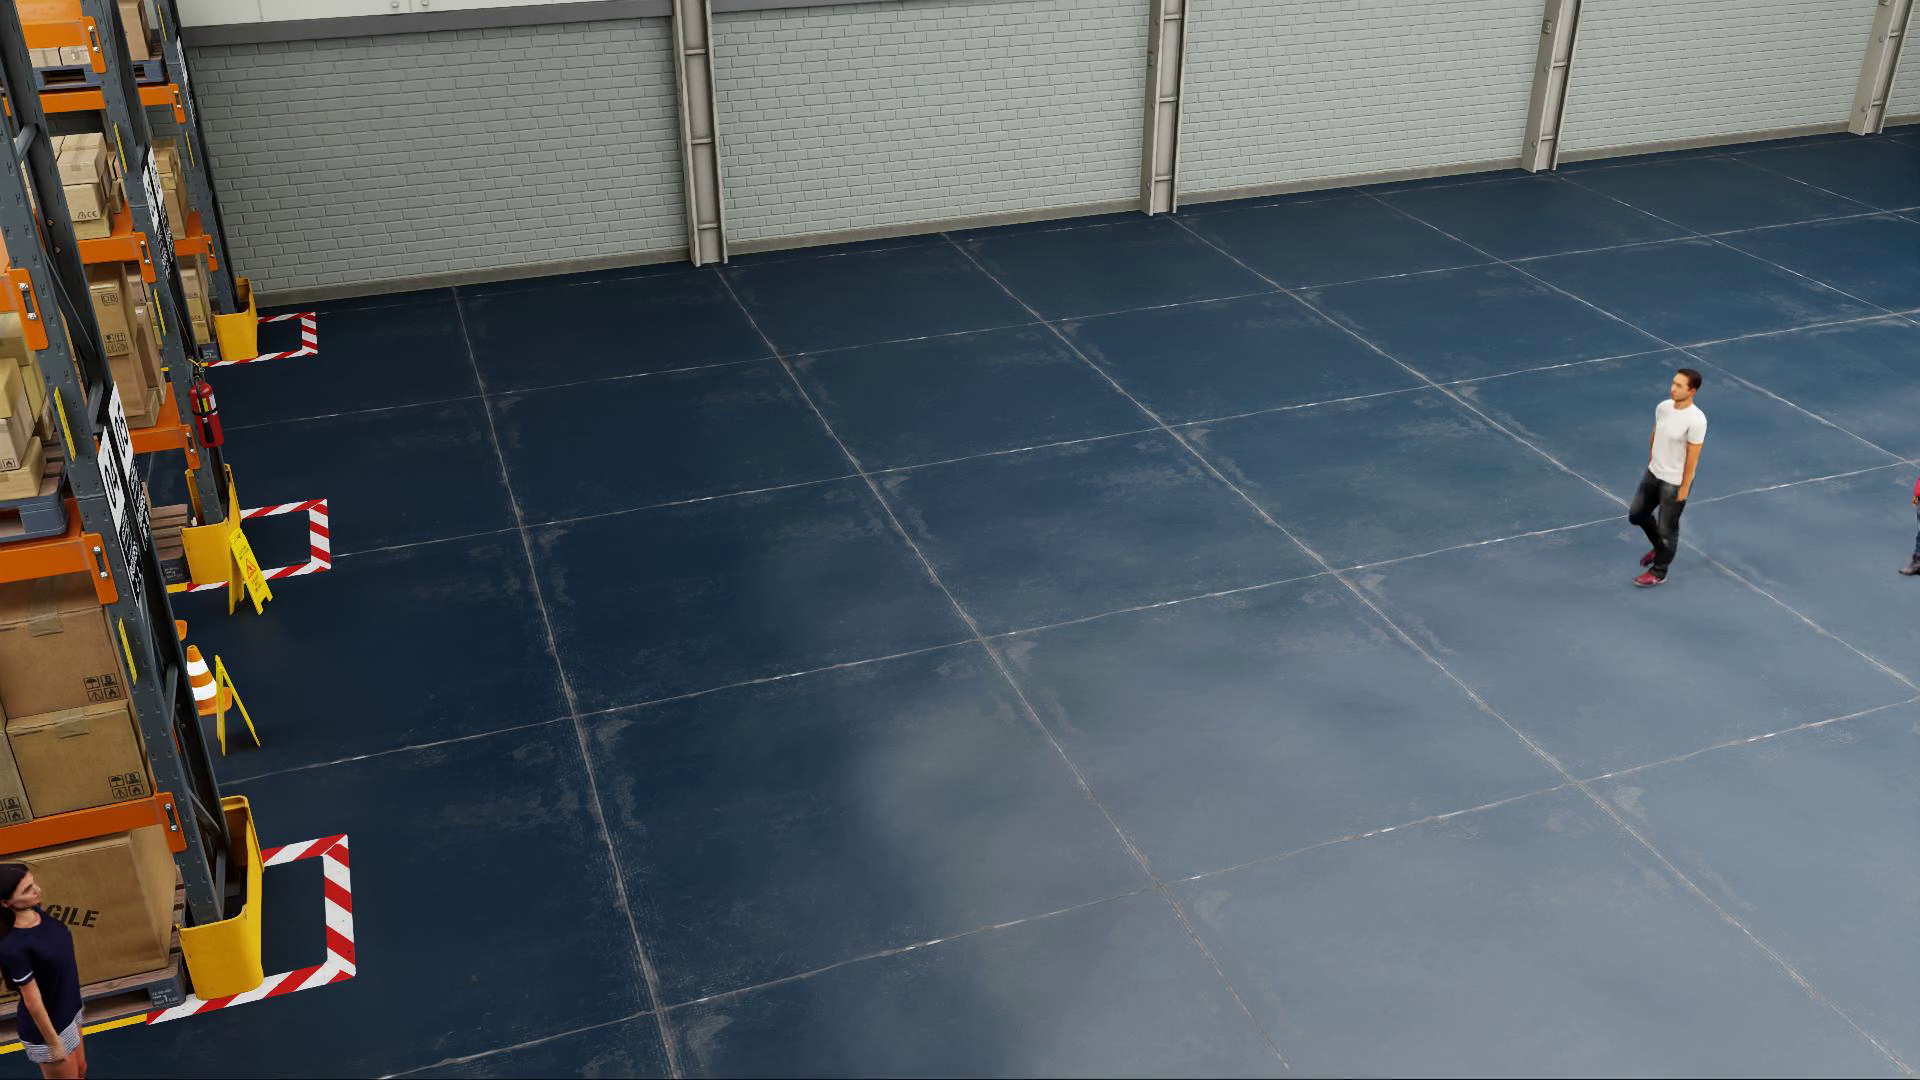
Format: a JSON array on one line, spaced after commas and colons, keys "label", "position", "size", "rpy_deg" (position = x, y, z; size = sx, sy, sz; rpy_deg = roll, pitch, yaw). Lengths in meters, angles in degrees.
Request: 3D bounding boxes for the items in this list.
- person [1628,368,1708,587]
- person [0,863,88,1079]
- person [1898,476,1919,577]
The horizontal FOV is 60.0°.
[{"label": "person", "position": [5.526, -0.486, 12.766], "size": [0.702, 1.792, 0.661], "rpy_deg": [-12, 30, -21]}, {"label": "person", "position": [-4.217, 2.222, 7.709], "size": [0.531, 1.766, 0.578], "rpy_deg": [-8, 29, -14]}, {"label": "person", "position": [7.657, -0.309, 12.945], "size": [0.577, 1.311, 0.549], "rpy_deg": [-7, 29, -13]}]
